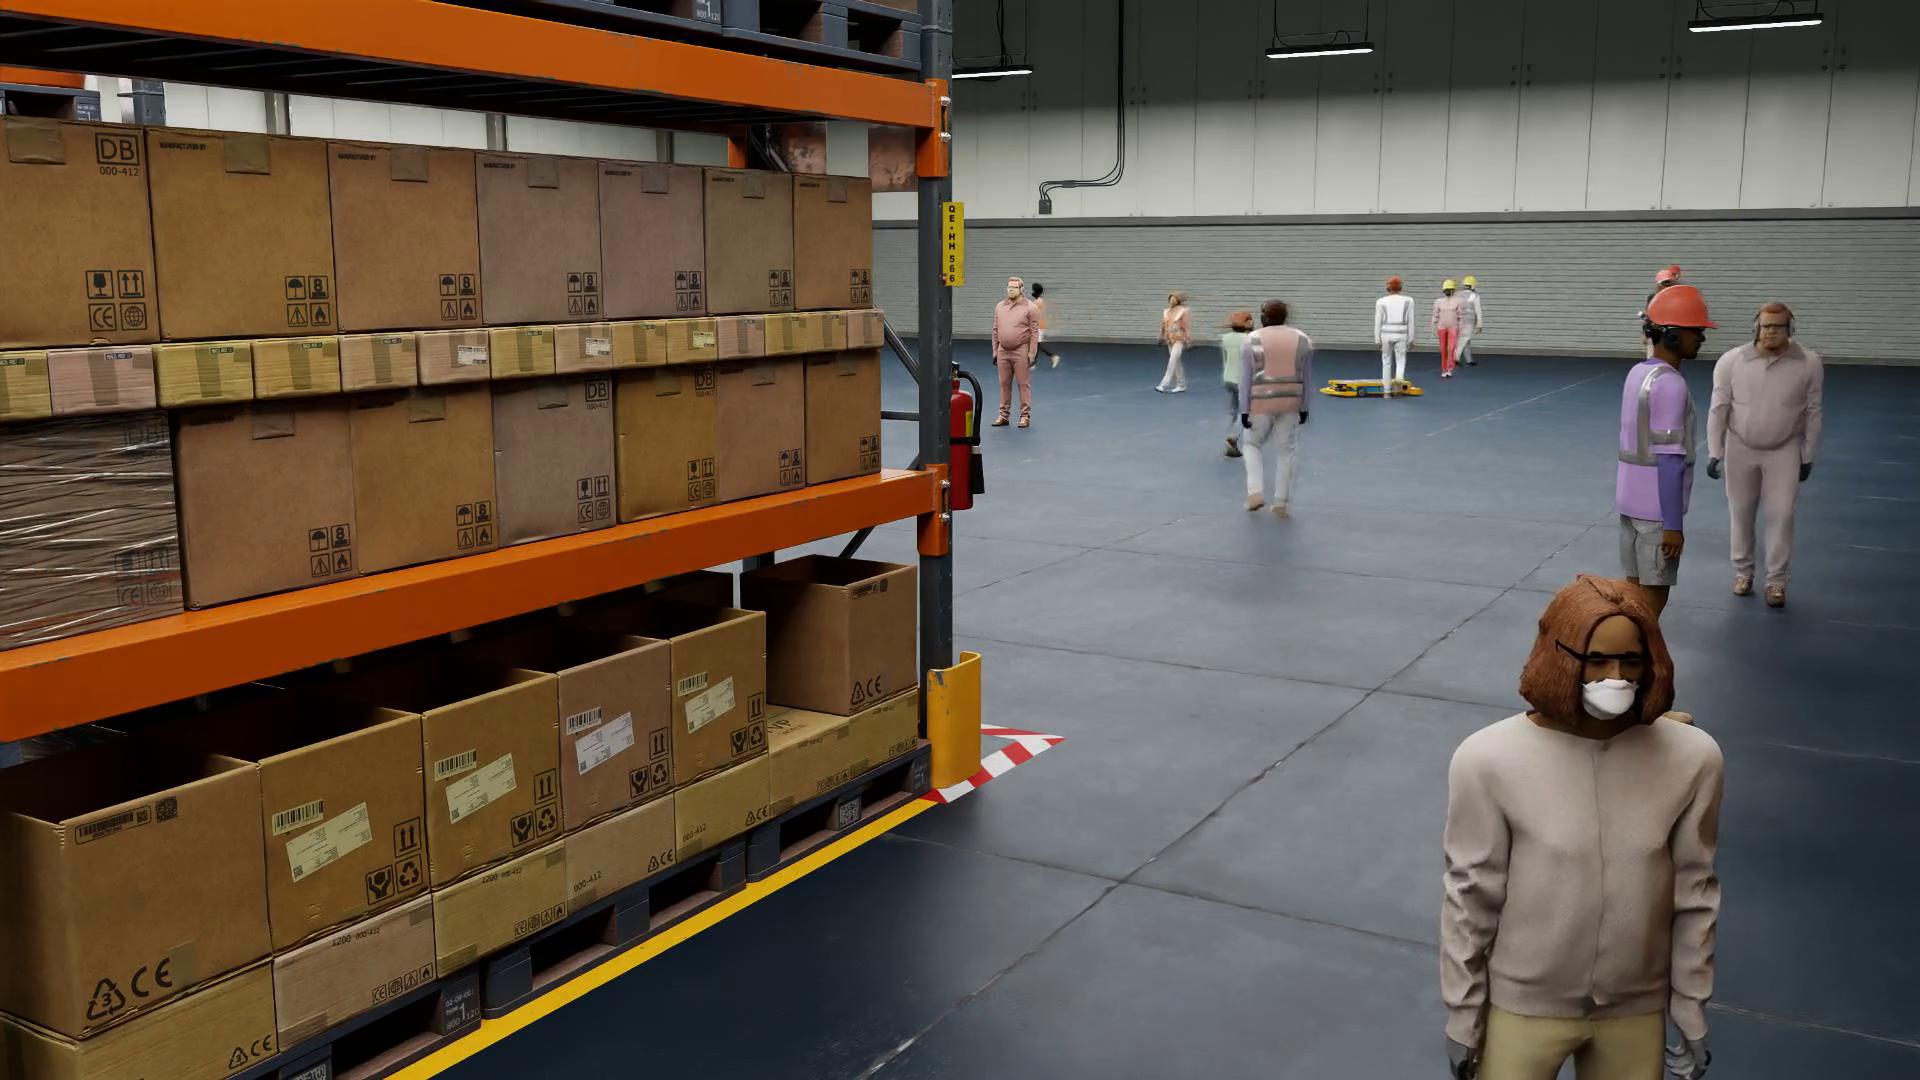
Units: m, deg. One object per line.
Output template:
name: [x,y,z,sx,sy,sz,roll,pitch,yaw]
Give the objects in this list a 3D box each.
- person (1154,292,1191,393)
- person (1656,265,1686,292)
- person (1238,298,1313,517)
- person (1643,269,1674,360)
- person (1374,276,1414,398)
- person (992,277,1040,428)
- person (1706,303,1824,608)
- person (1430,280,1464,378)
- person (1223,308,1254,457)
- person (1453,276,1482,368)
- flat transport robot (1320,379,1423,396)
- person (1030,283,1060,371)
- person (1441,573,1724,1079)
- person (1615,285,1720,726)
person: [3.326,-3.107,26.307,0.850,1.588,0.566,-6,12,-34]
person: [14.285,-4.514,33.410,0.622,1.989,0.399,7,12,36]
person: [2.629,-1.101,13.935,0.644,1.828,0.460,-1,10,-4]
person: [11.041,-3.252,26.086,0.624,1.972,0.764,-3,10,-15]
person: [6.606,-3.070,25.317,0.601,1.870,0.588,2,10,12]
person: [0.684,-2.388,21.199,0.641,1.913,0.407,5,11,28]
person: [5.017,-0.529,10.420,0.642,1.874,0.864,5,11,27]
person: [8.687,-3.761,29.725,0.553,1.732,0.818,5,11,27]
person: [3.001,-1.681,17.921,0.373,1.622,0.506,-7,12,-36]
person: [9.875,-4.251,32.483,0.922,1.794,0.610,-6,11,-32]
flat transport robot: [6.431,-2.390,26.002,1.431,0.197,0.652,-2,10,-13]
person: [1.529,-4.029,31.487,0.677,1.672,0.536,1,10,4]
person: [1.117,0.859,3.033,0.493,1.624,0.280,0,10,-2]
person: [3.251,-0.150,7.710,0.382,2.041,0.616,1,10,7]
